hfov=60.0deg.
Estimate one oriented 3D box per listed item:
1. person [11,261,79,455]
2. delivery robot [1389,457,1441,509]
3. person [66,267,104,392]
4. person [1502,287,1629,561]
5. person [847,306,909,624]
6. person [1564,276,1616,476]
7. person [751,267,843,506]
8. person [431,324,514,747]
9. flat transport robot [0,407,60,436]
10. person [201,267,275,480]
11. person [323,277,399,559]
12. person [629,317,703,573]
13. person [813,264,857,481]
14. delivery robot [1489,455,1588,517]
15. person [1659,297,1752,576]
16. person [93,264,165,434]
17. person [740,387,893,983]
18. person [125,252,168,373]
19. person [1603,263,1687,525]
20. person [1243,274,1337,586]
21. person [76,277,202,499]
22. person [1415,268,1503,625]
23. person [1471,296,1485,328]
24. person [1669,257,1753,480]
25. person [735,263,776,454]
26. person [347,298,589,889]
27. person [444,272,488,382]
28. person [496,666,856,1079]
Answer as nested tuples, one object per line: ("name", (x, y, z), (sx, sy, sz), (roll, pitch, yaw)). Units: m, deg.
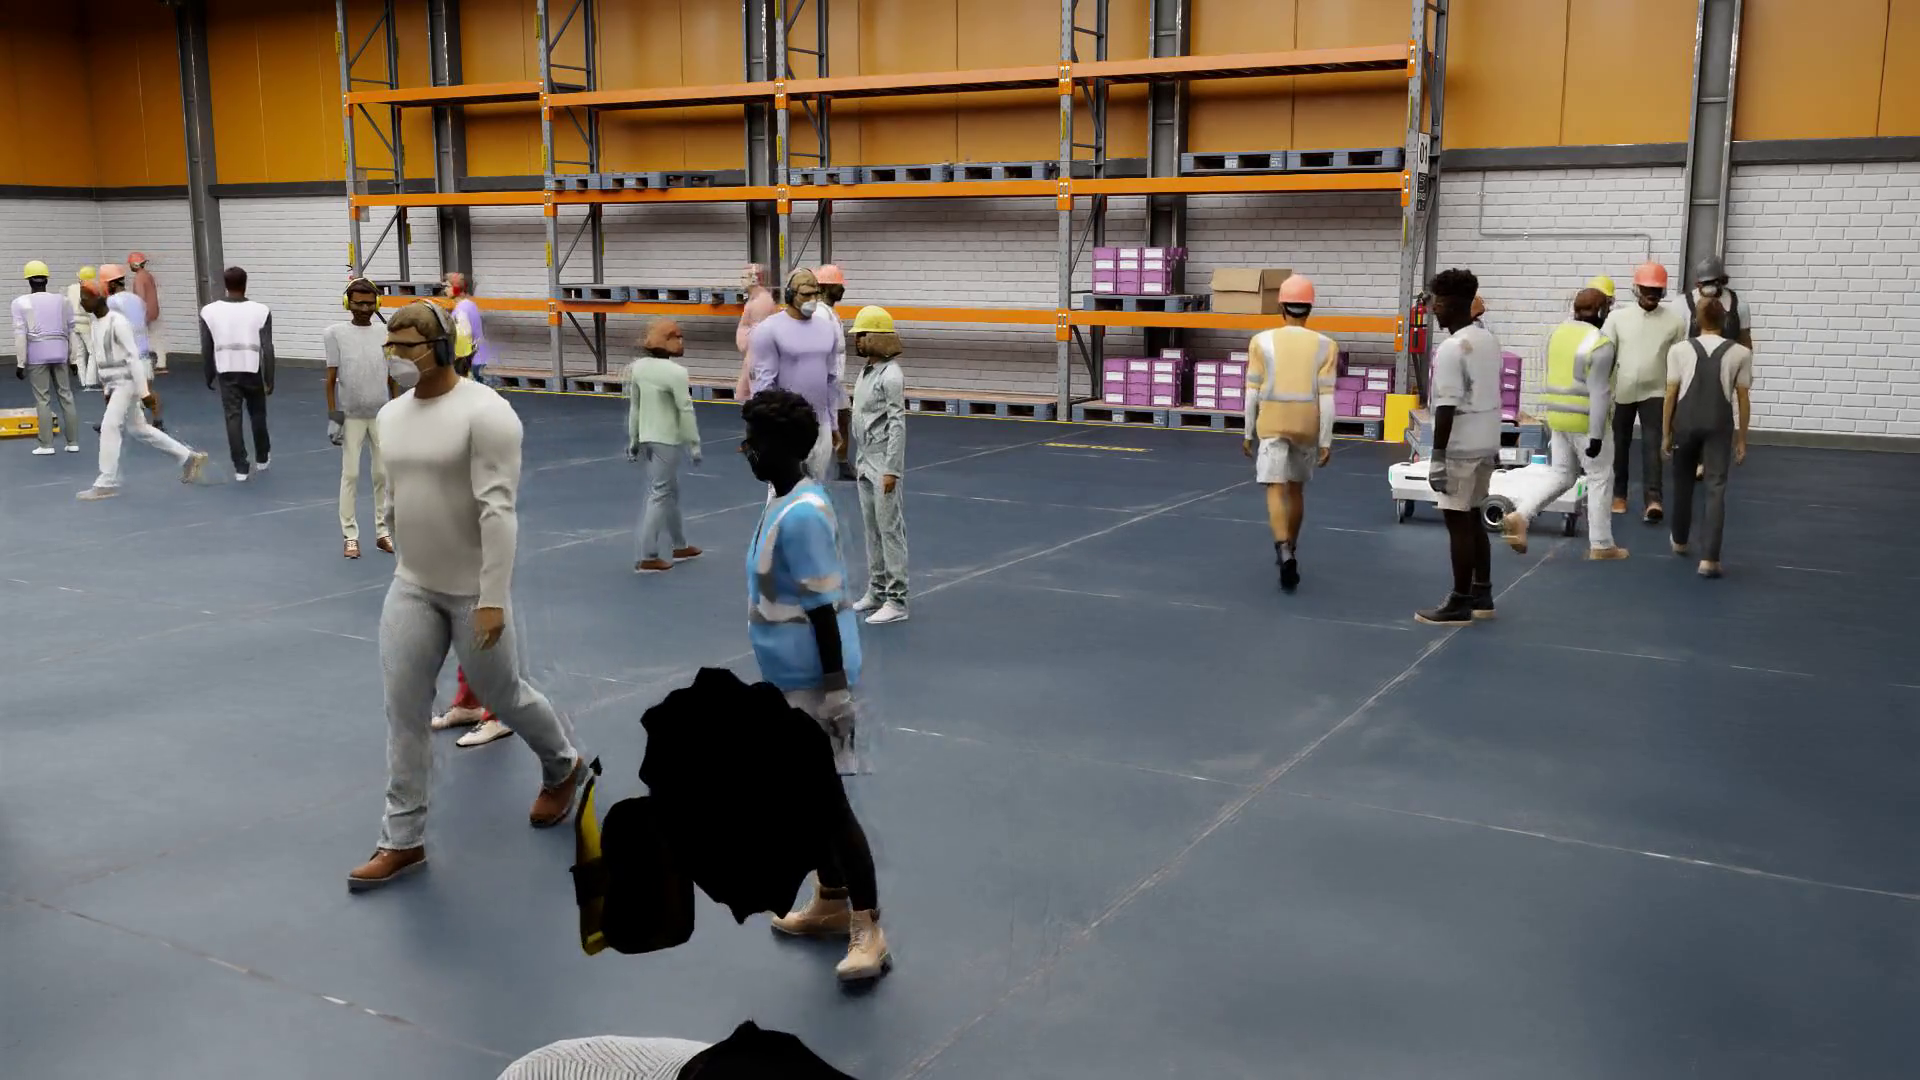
("person", (-9.089, -1.803, 16.532), (0.384, 1.922, 0.594), (8, 13, 37))
("delivery robot", (3.586, -0.444, 12.446), (0.707, 0.478, 0.477), (6, 12, 30))
("person", (-12.431, -2.985, 23.664), (0.655, 1.780, 0.413), (5, 11, 26))
("person", (4.017, -0.752, 10.932), (0.750, 1.810, 0.634), (-3, 11, -18))
("person", (-0.467, -0.415, 9.188), (0.295, 1.743, 0.493), (-5, 11, -25))
("person", (5.578, -1.399, 14.592), (0.609, 1.804, 0.762), (3, 10, 14))
("person", (-0.985, -0.709, 10.306), (0.630, 1.938, 0.373), (-10, 14, -43))
("person", (-2.091, -0.026, 6.917), (0.331, 1.767, 0.527), (-8, 13, -38))
("flat transport robot", (-10.465, -1.321, 18.483), (0.652, 0.197, 1.431), (-7, 12, -34))
("person", (-6.502, -1.511, 15.030), (0.596, 1.878, 0.957), (-4, 11, -22))
("person", (-3.966, -0.813, 11.114), (0.518, 1.862, 0.326), (-8, 12, -37))
("person", (-1.824, -0.615, 10.668), (0.533, 1.606, 0.705), (9, 14, 42))
("person", (-1.221, -1.454, 14.588), (0.800, 1.920, 0.552), (2, 10, 11))
("delivery robot", (4.183, -0.373, 12.046), (0.707, 0.478, 0.477), (6, 12, 30))
("person", (4.808, -0.683, 10.731), (0.520, 1.749, 1.111), (4, 11, 22))
("person", (-8.957, -2.011, 17.867), (0.968, 1.870, 0.582), (3, 10, 17))
("person", (-0.412, 0.400, 4.788), (0.388, 1.660, 0.672), (-3, 10, -15))
("person", (-13.363, -3.695, 27.135), (0.724, 1.969, 0.642), (0, 10, -2))
("person", (5.130, -1.109, 12.562), (0.619, 1.936, 1.048), (3, 10, 17))
("person", (2.037, -0.674, 10.242), (0.548, 1.909, 0.920), (0, 10, 3))
("person", (-6.892, -1.280, 13.884), (0.991, 1.833, 0.602), (-10, 14, -44))
("person", (2.753, -0.508, 9.136), (0.407, 1.953, 0.681), (9, 14, 42))
("person", (4.844, -1.566, 16.064), (0.724, 1.601, 0.518), (4, 11, 23))
("person", (6.668, -1.555, 14.801), (0.684, 2.000, 0.950), (1, 10, 4))
("person", (-2.047, -1.798, 16.575), (0.432, 1.894, 0.669), (-1, 10, -7))
("person", (-1.666, 0.143, 5.597), (0.640, 1.908, 0.938), (5, 11, 27))
("person", (-4.836, -1.742, 16.485), (0.738, 1.822, 0.582), (-1, 10, -6))
("person", (-0.127, 0.955, 1.074), (0.533, 1.868, 0.310), (6, 12, 29))
